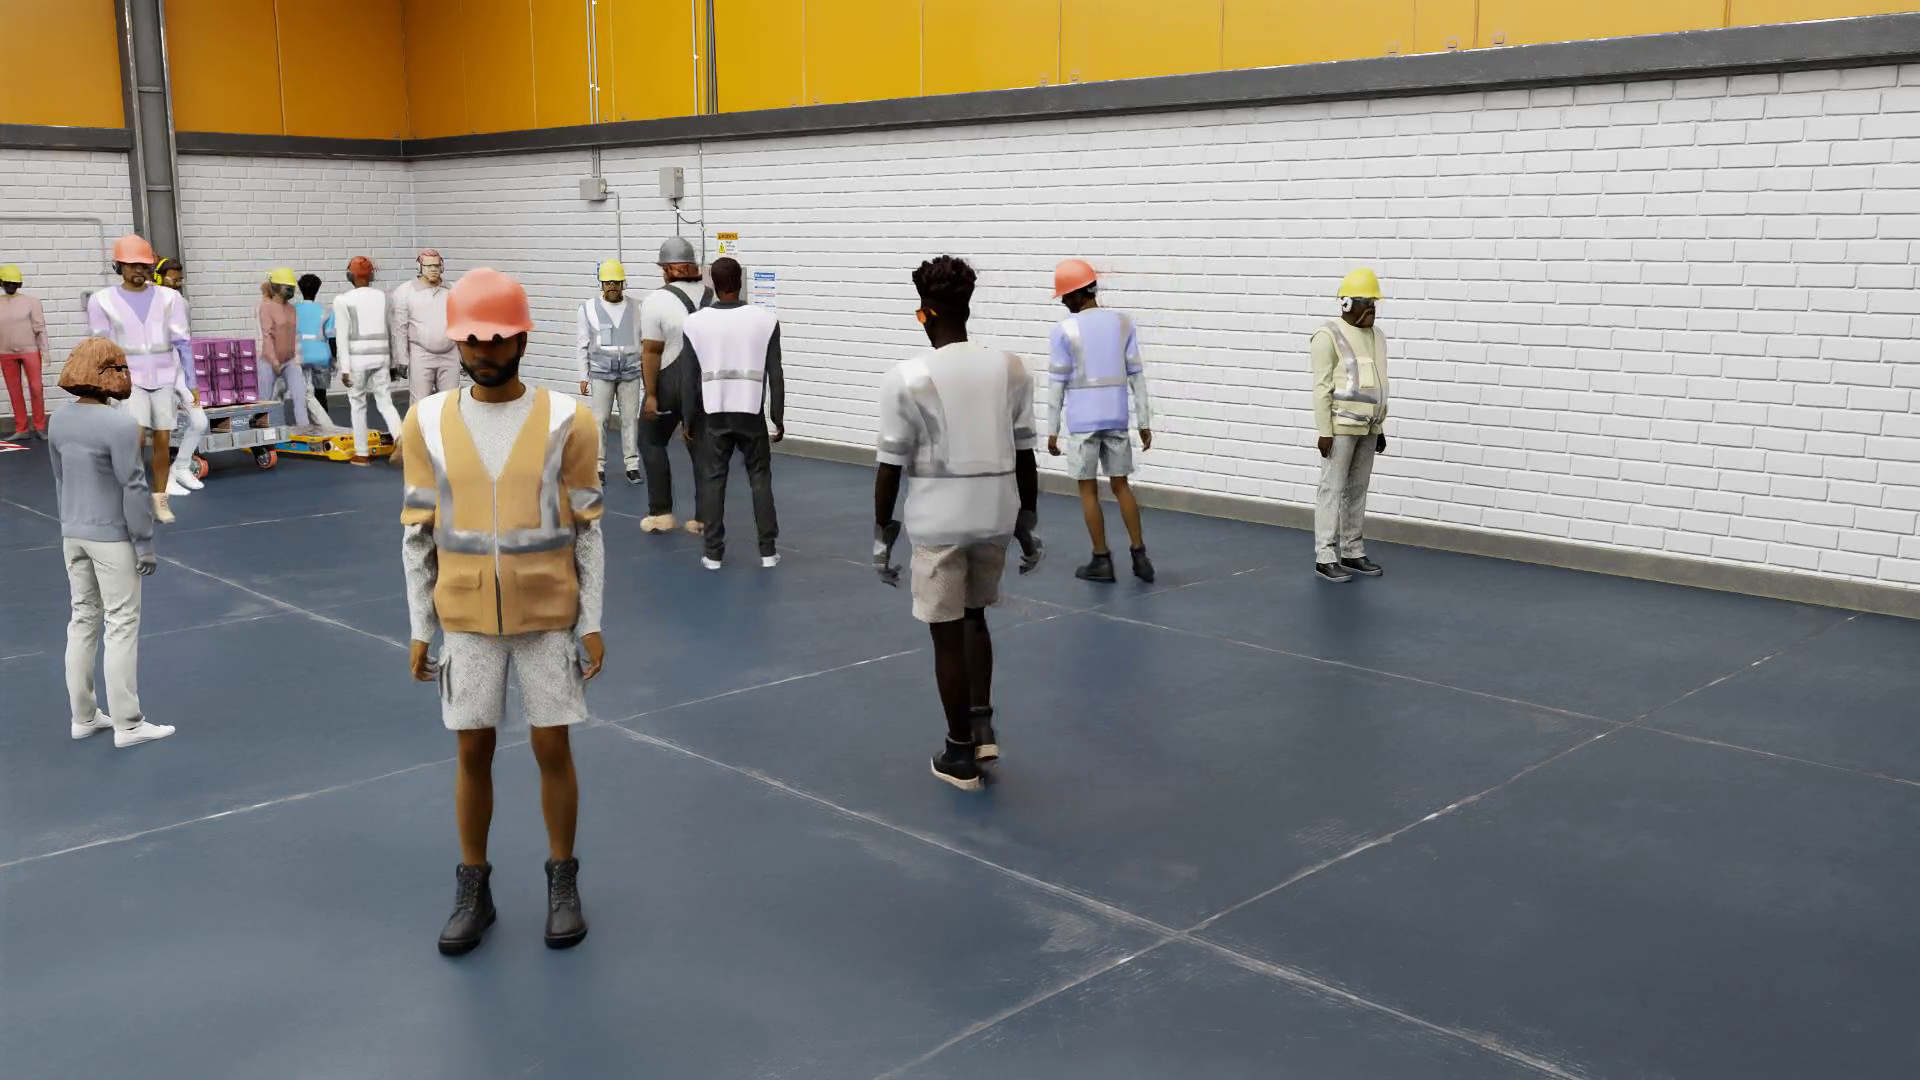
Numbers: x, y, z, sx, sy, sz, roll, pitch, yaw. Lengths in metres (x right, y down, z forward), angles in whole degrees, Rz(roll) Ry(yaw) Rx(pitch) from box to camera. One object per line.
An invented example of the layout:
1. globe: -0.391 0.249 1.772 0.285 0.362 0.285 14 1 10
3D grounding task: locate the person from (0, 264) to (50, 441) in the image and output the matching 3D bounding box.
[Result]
1. person: -9.231 -1.822 16.289 0.575 1.748 0.396 -3 11 -14

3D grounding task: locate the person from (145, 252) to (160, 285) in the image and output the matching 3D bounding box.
1. person: -7.811 -1.849 16.106 0.592 1.871 0.458 8 13 37

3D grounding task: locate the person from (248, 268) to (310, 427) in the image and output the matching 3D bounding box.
1. person: -6.435 -1.693 15.641 0.877 1.719 0.537 3 11 17

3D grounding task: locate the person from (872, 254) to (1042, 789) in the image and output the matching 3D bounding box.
1. person: -0.026 -0.060 6.110 0.648 1.949 0.460 -6 12 -28

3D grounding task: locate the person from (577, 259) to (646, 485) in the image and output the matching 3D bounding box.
1. person: -2.799 -1.356 13.509 0.599 1.830 0.403 -4 11 -21

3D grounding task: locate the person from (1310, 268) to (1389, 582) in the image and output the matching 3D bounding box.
1. person: 2.314 -0.678 9.809 0.589 1.834 0.404 -9 13 -39

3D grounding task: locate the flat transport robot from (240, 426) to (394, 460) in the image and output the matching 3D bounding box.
1. flat transport robot: -5.917 -0.913 15.350 1.431 0.197 0.652 6 12 28

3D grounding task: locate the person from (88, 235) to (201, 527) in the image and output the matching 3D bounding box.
1. person: -5.627 -1.085 11.528 0.624 2.022 0.641 -8 13 -39

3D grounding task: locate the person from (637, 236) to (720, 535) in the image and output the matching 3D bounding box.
1. person: -1.920 -1.046 11.248 0.699 2.000 0.679 -10 14 -42

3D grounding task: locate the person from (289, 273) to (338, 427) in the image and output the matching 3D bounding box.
1. person: -6.247 -1.724 15.984 0.550 1.662 0.785 -4 11 -22

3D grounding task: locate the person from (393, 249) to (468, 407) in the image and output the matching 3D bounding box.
1. person: -4.636 -1.605 14.669 0.652 1.904 0.403 -7 13 -35

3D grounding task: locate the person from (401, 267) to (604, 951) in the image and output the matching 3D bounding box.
1. person: -1.278 0.212 4.675 0.551 1.933 0.377 -1 10 -6

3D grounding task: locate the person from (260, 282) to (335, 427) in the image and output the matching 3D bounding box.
1. person: -6.387 -1.673 15.892 0.890 1.591 0.537 -1 10 -7

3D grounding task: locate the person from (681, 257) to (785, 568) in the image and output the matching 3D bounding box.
1. person: -1.381 -0.765 10.134 0.622 1.893 0.409 -1 10 -7

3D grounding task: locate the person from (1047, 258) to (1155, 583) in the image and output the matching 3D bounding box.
1. person: 0.793 -0.693 9.735 0.602 1.889 0.500 -4 11 -21

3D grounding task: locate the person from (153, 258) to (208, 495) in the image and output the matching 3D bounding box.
1. person: -6.136 -1.255 12.917 0.433 1.846 0.547 5 11 24

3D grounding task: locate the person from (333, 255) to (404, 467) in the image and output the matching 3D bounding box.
1. person: -5.095 -1.531 14.430 0.573 1.859 0.832 -9 14 -41

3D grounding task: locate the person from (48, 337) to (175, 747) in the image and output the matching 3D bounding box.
1. person: -3.412 0.008 6.645 0.497 1.626 0.288 5 12 26
